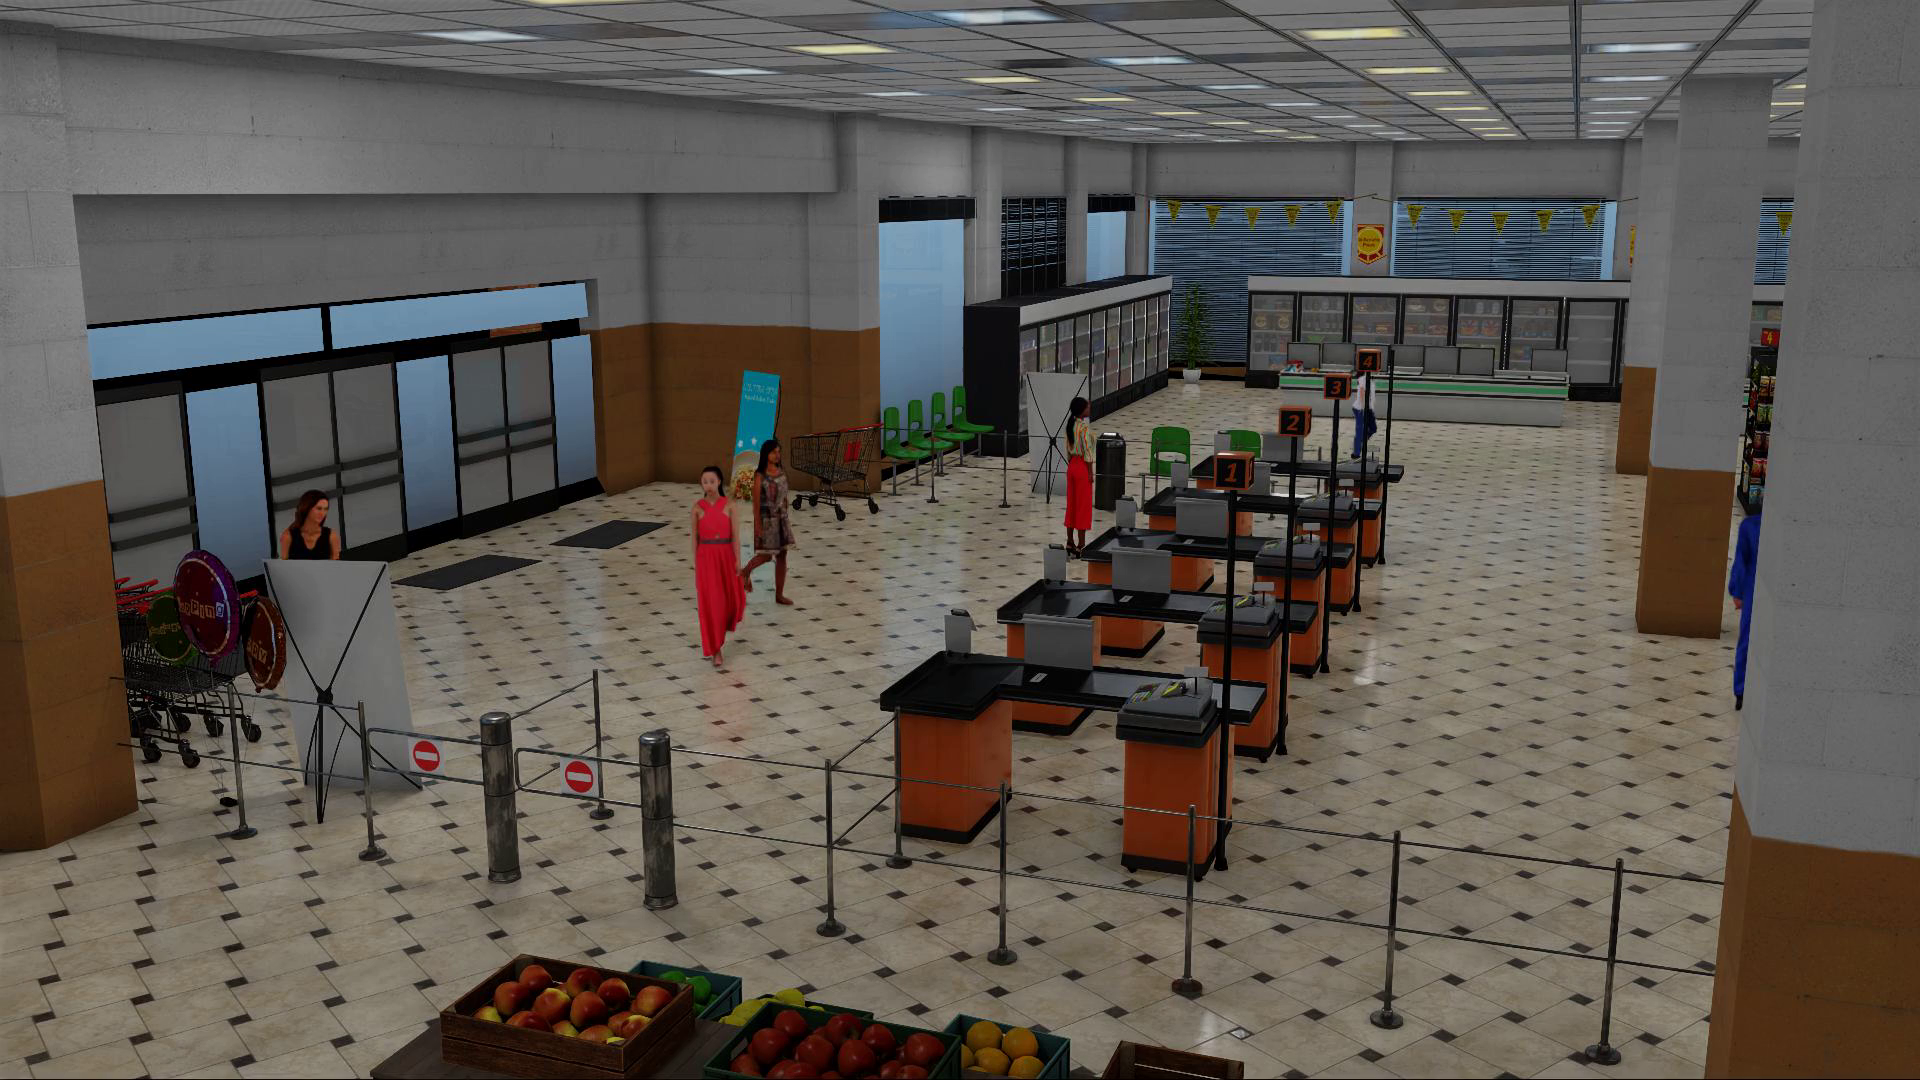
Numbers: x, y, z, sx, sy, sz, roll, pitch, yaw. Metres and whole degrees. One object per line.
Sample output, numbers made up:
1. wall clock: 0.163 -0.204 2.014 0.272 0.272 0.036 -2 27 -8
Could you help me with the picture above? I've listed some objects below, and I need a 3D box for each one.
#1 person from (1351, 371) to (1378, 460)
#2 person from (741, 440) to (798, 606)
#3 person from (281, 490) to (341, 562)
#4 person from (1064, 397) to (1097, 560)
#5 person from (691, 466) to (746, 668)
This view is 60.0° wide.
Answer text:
1. person: 5.829 -1.883 24.428 0.568 1.673 0.610 4 12 18
2. person: -1.914 -0.176 16.427 0.983 1.629 0.801 9 15 38
3. person: -5.030 0.518 12.737 0.871 1.792 0.975 -6 13 -25
4. person: 1.329 -0.698 18.507 0.742 1.794 0.657 -7 14 -32
5. person: -2.095 0.211 14.416 1.041 1.700 0.979 -2 12 -9
